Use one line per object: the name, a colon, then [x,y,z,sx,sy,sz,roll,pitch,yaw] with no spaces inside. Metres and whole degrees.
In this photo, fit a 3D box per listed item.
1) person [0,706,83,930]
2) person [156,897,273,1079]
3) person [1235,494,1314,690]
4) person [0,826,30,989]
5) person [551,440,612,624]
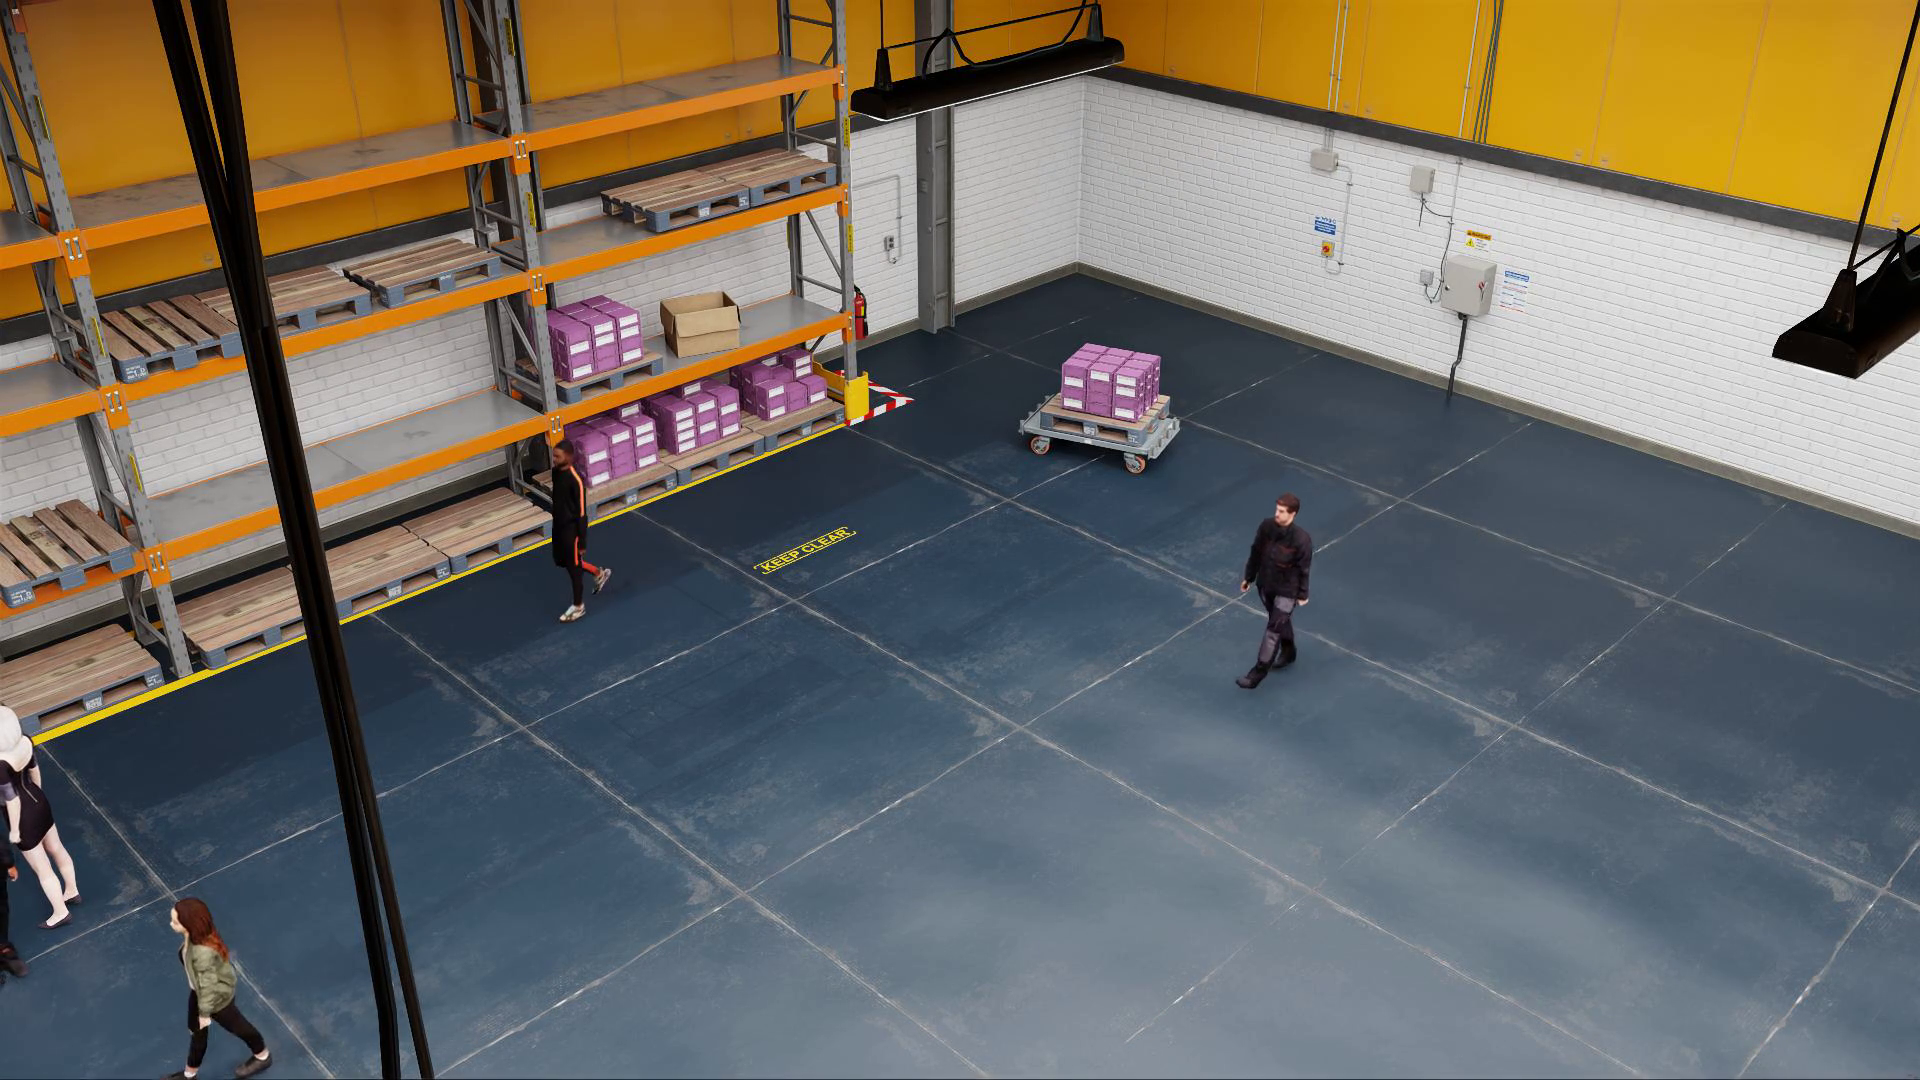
person: [-6.511,1.928,11.649,0.703,1.830,0.646,0,29,-1]
person: [-4.605,2.813,10.421,0.926,1.452,0.684,-20,34,-32]
person: [2.849,0.400,14.485,1.157,1.796,0.842,-18,34,-30]
person: [-6.683,2.209,11.207,0.709,1.759,0.543,21,35,33]
person: [-3.555,-0.127,15.448,0.637,1.799,0.866,26,38,38]
